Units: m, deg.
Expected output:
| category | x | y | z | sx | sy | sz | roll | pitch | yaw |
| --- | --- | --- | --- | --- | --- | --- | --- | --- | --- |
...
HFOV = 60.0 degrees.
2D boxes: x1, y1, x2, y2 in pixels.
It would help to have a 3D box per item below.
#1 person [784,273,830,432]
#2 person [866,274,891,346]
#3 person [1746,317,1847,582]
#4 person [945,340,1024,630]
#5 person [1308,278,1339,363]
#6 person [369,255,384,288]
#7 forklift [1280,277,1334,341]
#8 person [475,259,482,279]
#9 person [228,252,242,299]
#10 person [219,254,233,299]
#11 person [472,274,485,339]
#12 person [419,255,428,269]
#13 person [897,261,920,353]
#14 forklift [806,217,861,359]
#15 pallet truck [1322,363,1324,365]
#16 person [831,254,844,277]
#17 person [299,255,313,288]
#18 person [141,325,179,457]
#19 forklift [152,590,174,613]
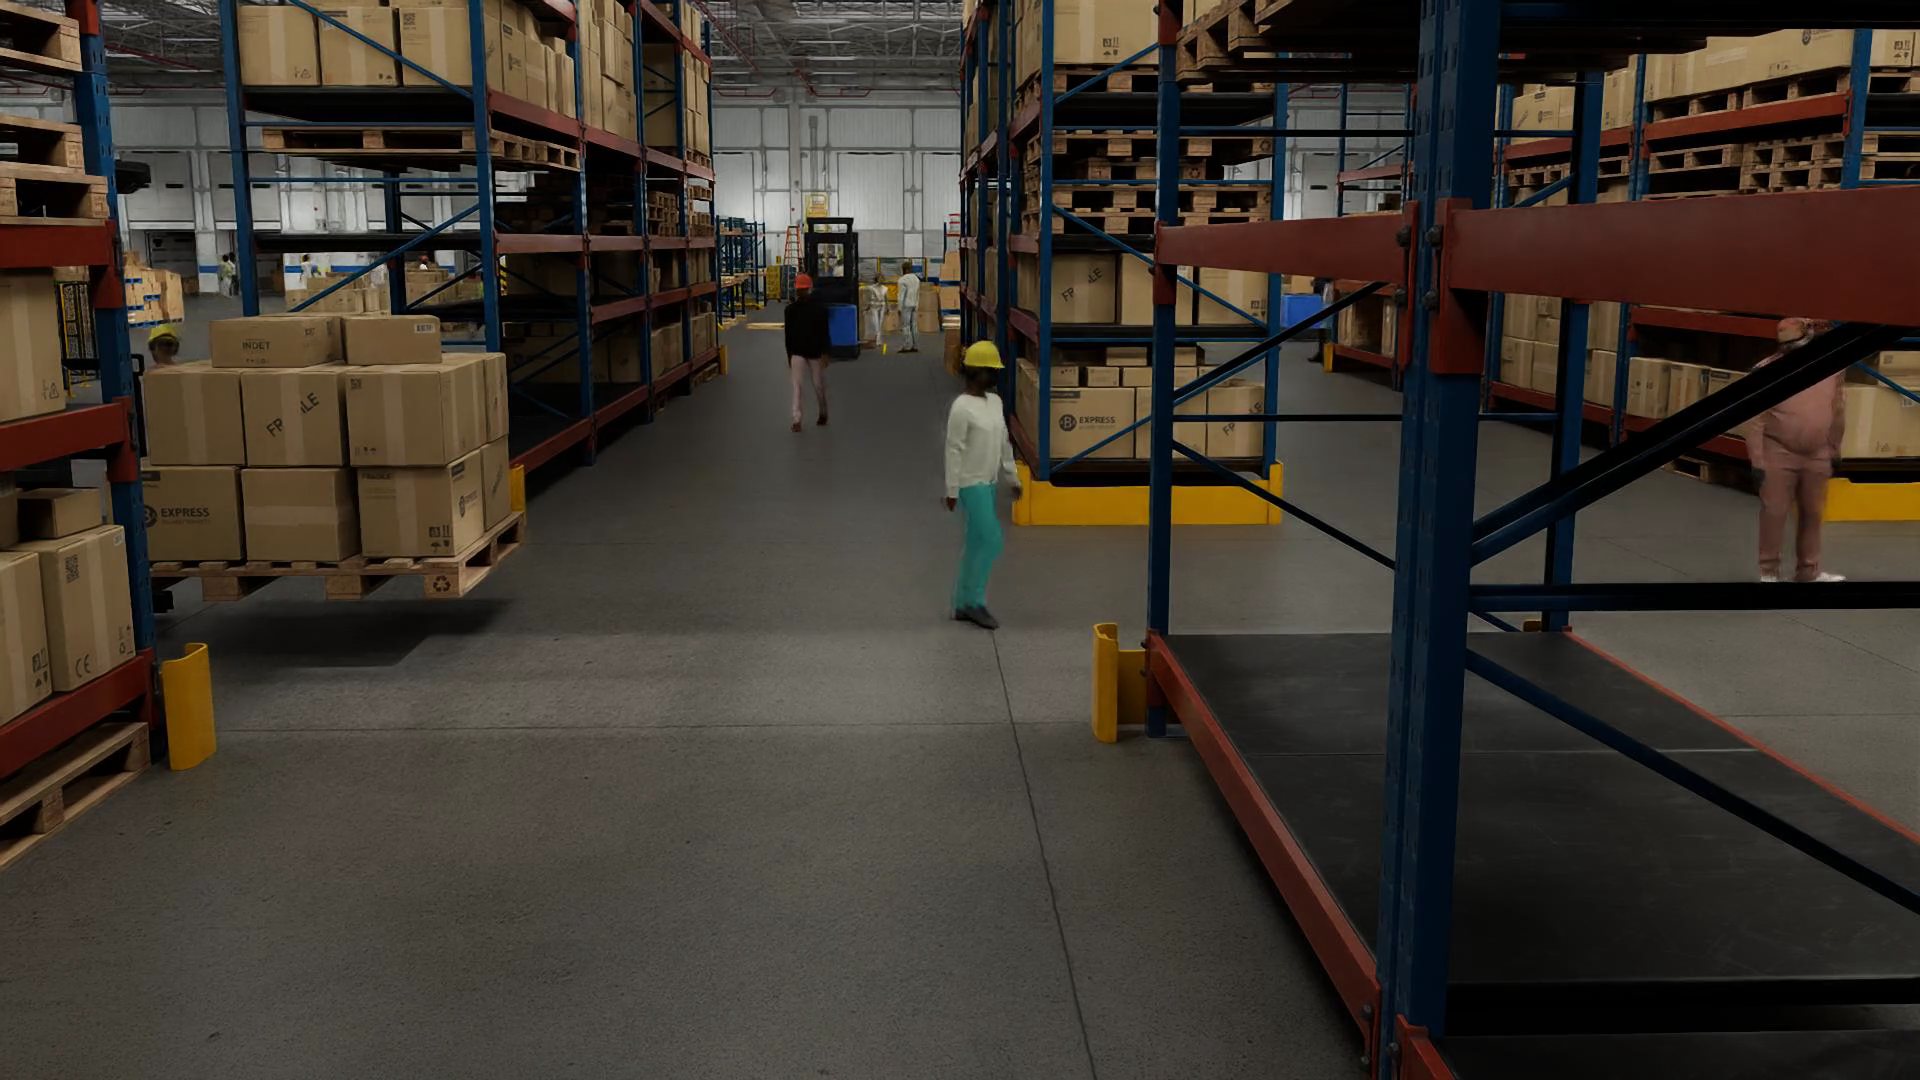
| category | x | y | z | sx | sy | sz | roll | pitch | yaw |
| --- | --- | --- | --- | --- | --- | --- | --- | --- | --- |
| person | -1.892 | -2.365 | 20.862 | 0.604 | 1.970 | 0.943 | 2 | 10 | 9 |
| person | -1.805 | -5.170 | 37.434 | 0.545 | 1.606 | 0.741 | -6 | 12 | -30 |
| person | 5.603 | -0.556 | 11.068 | 0.792 | 1.865 | 0.462 | 0 | 10 | -3 |
| person | 0.168 | -0.332 | 10.120 | 0.524 | 1.750 | 0.528 | 5 | 11 | 25 |
| person | 7.007 | -4.350 | 32.045 | 0.790 | 1.906 | 0.585 | 0 | 10 | 1 |
| person | -19.320 | -8.513 | 55.232 | 0.635 | 1.921 | 0.767 | 5 | 11 | 26 |
| forklift | 8.581 | -6.133 | 39.288 | 1.873 | 2.768 | 1.129 | 0 | 10 | -2 |
| person | -16.759 | -9.121 | 58.616 | 0.581 | 1.919 | 0.391 | -5 | 12 | -28 |
| person | -29.981 | -10.904 | 68.619 | 0.635 | 1.898 | 0.612 | 2 | 10 | 13 |
| person | -29.914 | -10.732 | 67.854 | 0.447 | 1.829 | 0.628 | 1 | 10 | 3 |
| person | -11.106 | -5.455 | 38.835 | 0.437 | 1.688 | 0.535 | -9 | 14 | -42 |
| person | -17.823 | -8.525 | 55.392 | 0.356 | 1.883 | 0.572 | -3 | 11 | -16 |
| person | -1.085 | -4.891 | 35.024 | 0.365 | 1.931 | 0.631 | 8 | 13 | 37 |
| forklift | -2.581 | -5.056 | 33.285 | 1.129 | 2.768 | 1.873 | 0 | 10 | -2 |
| pallet truck | 7.712 | -4.157 | 30.737 | 1.885 | 1.965 | 0.823 | 3 | 11 | 16 |
| person | -4.470 | -9.654 | 61.735 | 0.601 | 1.879 | 1.008 | 7 | 12 | 35 |
| person | -25.558 | -10.197 | 64.840 | 0.913 | 1.830 | 0.554 | 4 | 11 | 23 |
| person | -6.071 | -0.761 | 12.605 | 0.853 | 1.707 | 0.563 | 3 | 11 | 16 |
| forklift | -5.858 | -0.811 | 9.639 | 1.873 | 2.768 | 1.129 | -1 | 10 | -3 |
